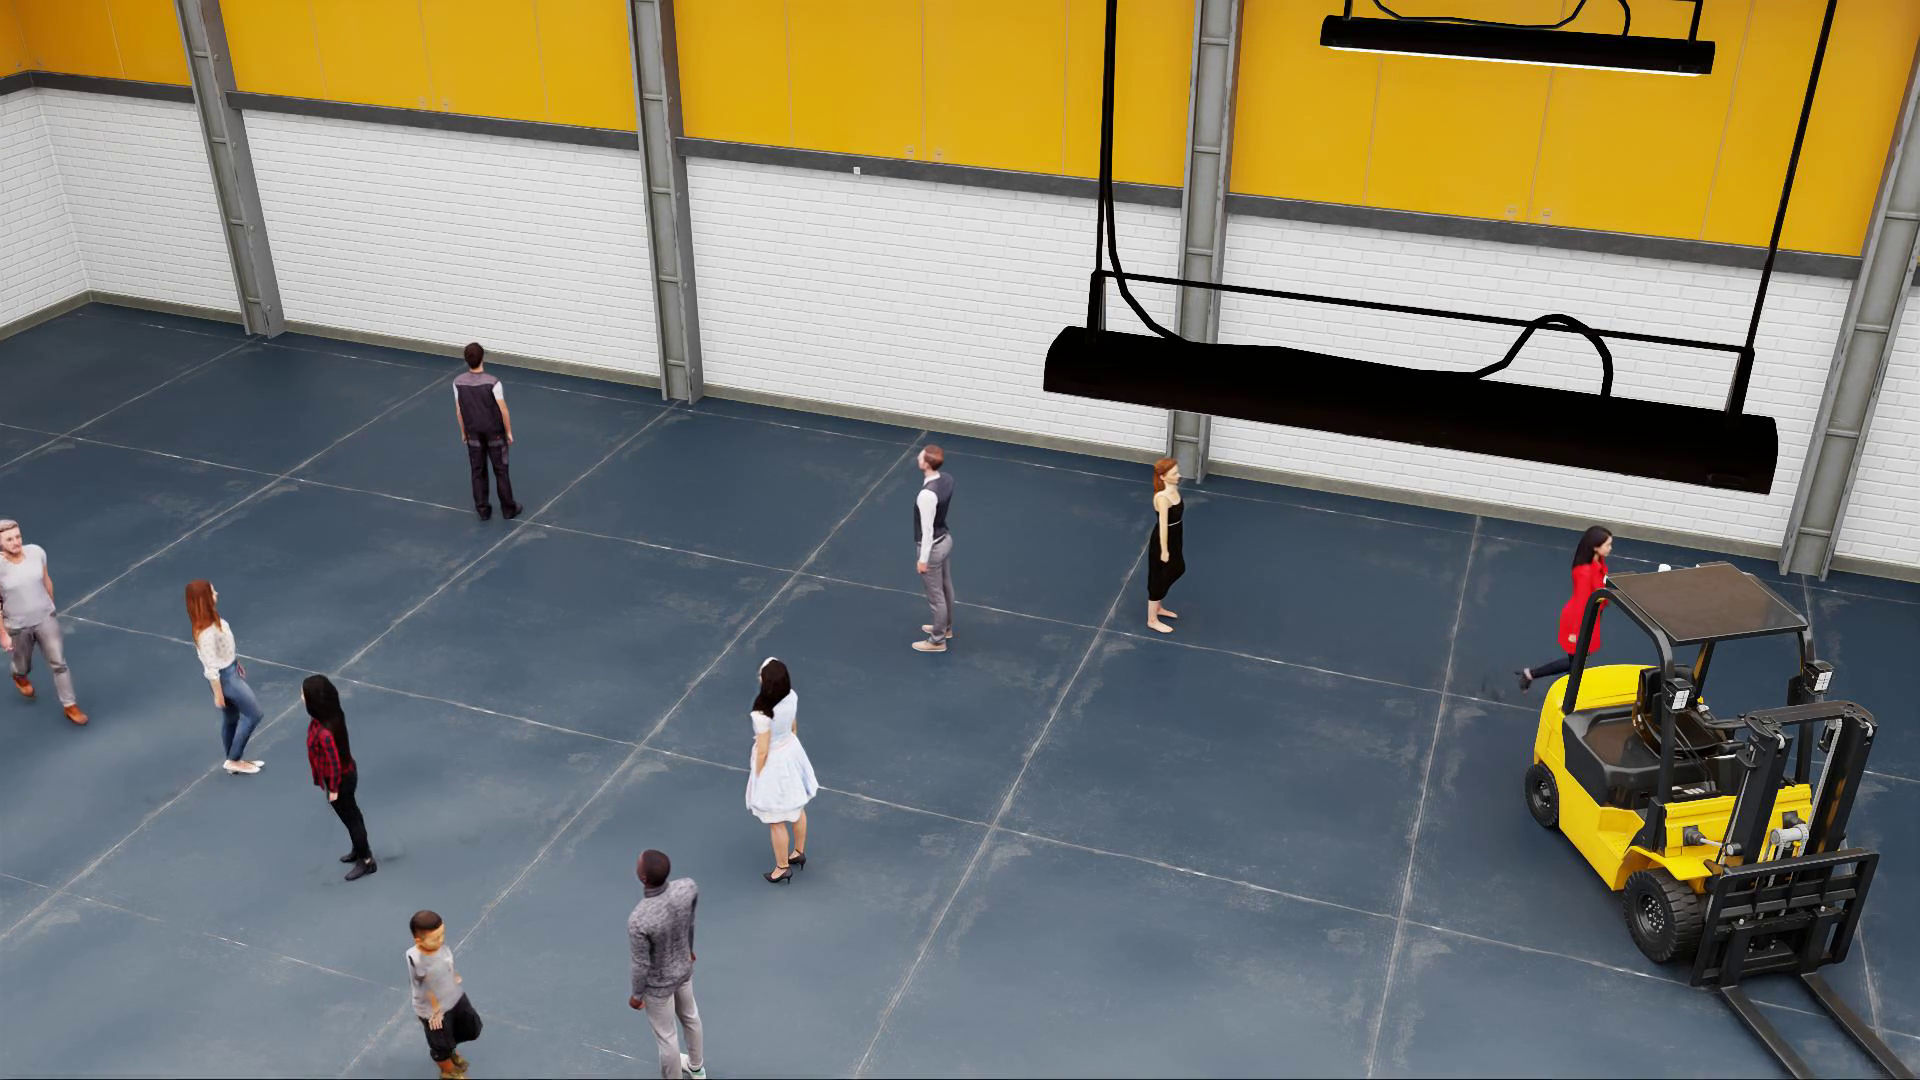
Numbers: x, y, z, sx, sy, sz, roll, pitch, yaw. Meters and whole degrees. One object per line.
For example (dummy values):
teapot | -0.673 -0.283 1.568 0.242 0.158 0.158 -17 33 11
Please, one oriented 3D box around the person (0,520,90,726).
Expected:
person | -7.528 0.636 13.360 1.233 1.801 0.939 21 35 33

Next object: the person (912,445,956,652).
person | -0.210 0.058 14.277 0.550 1.937 0.643 10 30 18

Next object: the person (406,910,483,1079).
person | -3.184 2.699 9.952 0.615 1.442 0.596 10 30 17

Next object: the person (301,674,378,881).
person | -4.342 1.647 11.655 0.706 1.658 0.658 -11 30 -19

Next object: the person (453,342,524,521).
person | -4.690 -1.065 16.430 0.632 1.848 0.792 1 29 2

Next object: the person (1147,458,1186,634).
person | 1.800 0.017 14.677 0.557 1.625 0.550 10 30 17

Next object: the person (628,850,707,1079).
person | -1.722 2.559 9.795 0.633 1.839 0.725 17 33 28

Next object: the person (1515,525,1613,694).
person | 4.911 0.646 13.406 0.875 1.739 0.684 15 32 25

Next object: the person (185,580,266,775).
person | -5.679 1.076 12.641 0.760 1.716 0.691 -15 32 -25

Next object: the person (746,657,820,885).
person | -1.250 1.606 11.563 0.803 1.818 0.772 18 33 30
